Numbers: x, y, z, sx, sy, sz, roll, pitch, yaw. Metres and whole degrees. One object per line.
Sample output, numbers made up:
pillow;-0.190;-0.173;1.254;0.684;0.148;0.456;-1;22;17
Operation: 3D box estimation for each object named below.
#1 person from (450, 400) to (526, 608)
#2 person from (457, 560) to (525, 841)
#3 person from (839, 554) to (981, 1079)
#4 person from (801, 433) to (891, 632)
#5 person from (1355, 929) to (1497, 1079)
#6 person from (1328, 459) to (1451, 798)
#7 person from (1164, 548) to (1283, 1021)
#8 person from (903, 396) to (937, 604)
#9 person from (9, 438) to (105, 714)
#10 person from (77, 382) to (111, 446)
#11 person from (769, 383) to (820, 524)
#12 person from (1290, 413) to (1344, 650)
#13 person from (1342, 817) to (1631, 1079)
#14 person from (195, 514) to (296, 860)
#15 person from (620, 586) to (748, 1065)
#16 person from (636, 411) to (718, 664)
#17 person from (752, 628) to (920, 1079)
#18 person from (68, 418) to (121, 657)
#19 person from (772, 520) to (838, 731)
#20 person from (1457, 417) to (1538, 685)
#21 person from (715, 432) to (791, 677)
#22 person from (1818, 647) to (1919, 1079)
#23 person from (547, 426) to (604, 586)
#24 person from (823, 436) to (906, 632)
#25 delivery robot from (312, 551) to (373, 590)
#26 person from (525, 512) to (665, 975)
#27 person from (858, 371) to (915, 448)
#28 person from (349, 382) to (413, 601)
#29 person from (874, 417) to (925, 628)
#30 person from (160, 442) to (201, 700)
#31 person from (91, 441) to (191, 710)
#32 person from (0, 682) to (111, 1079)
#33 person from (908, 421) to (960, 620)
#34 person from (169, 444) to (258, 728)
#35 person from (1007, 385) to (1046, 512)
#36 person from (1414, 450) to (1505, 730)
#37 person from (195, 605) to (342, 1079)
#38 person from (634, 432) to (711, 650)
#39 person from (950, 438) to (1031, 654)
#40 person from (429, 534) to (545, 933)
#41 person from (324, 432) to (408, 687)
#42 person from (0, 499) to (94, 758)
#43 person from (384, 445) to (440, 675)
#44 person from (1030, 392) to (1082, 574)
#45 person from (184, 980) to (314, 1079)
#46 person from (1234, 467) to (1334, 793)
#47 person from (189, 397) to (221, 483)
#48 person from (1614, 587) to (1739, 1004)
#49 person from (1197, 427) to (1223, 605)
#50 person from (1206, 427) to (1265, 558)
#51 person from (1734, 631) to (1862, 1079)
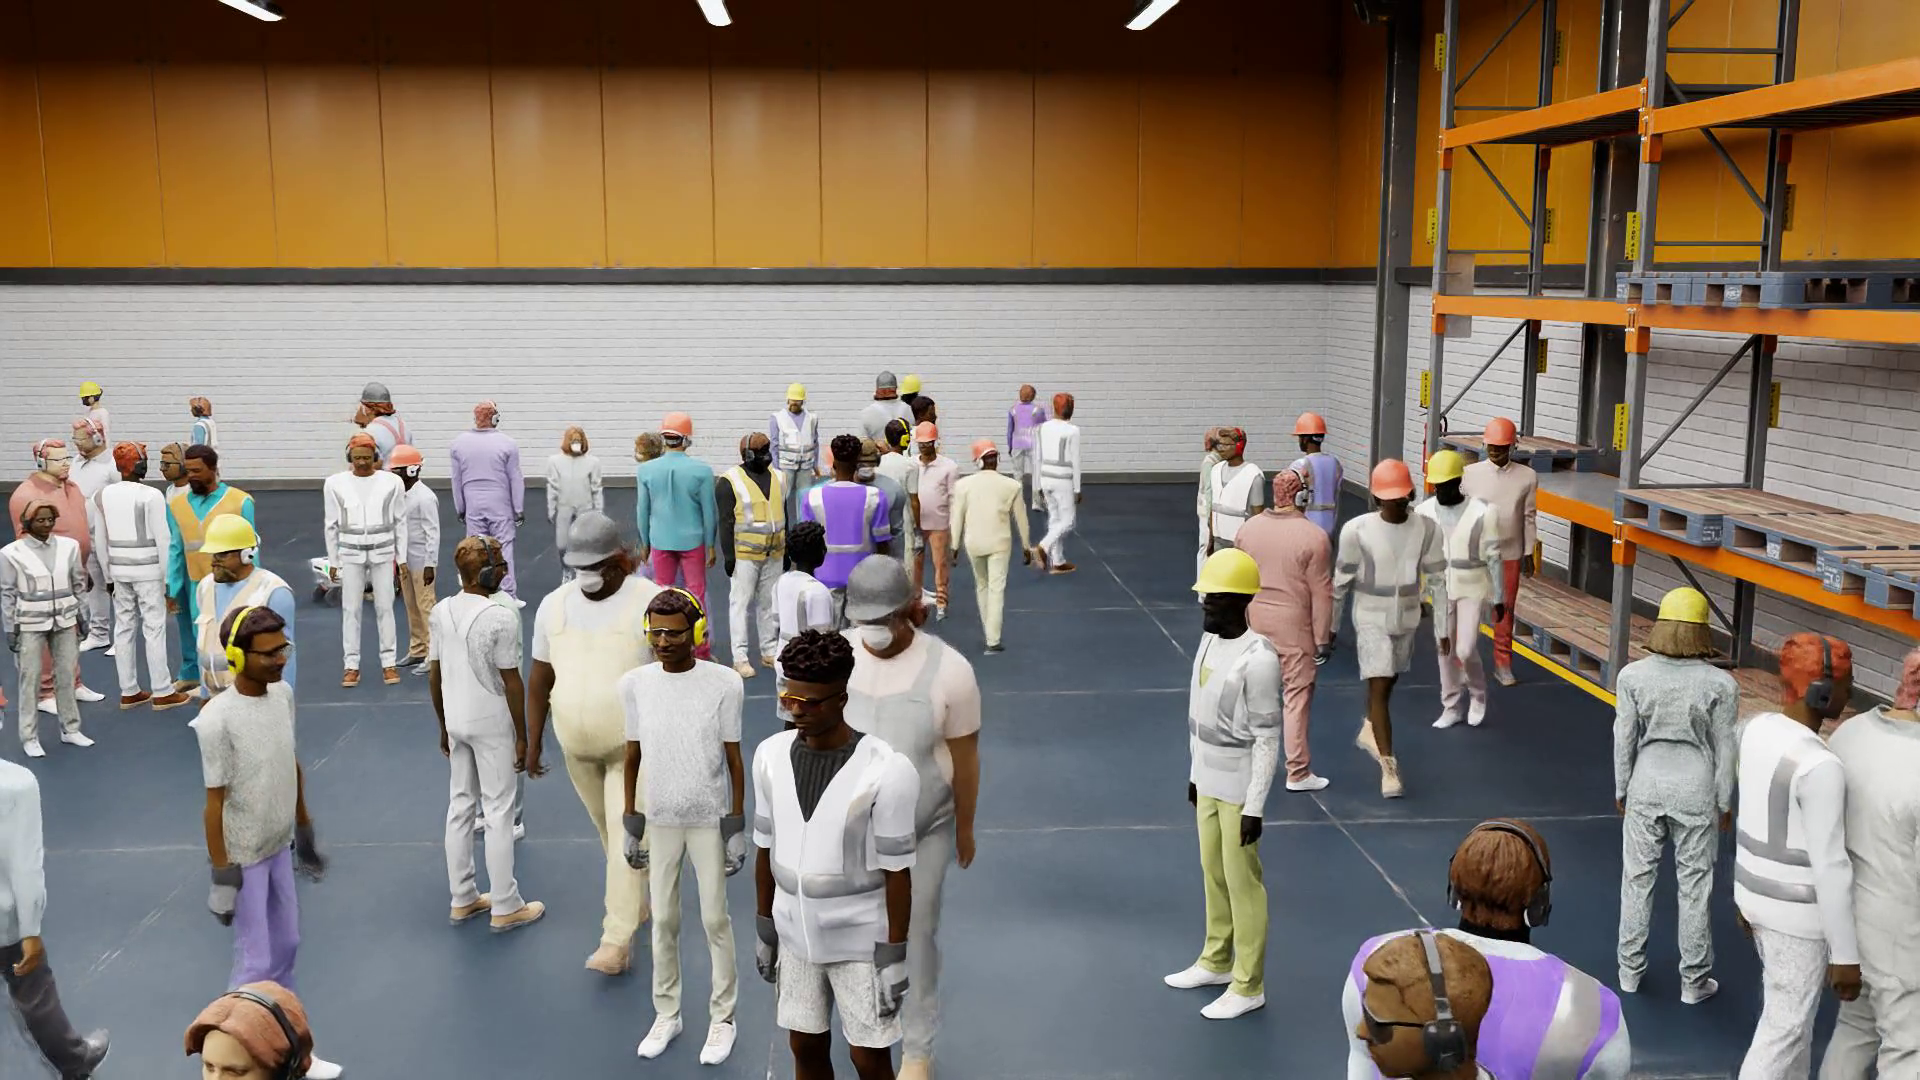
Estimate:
person;-4.229;-0.304;14.989;0.653;1.906;0.408;1;9;5
person;-2.520;0.809;8.851;0.497;1.633;0.279;7;11;37
person;-0.268;1.007;6.337;0.720;2.000;0.692;2;9;10
person;-0.772;0.257;11.277;0.616;1.964;0.361;-1;9;-4
person;0.877;1.618;3.160;0.559;1.821;0.512;1;9;4
person;2.574;0.475;9.949;0.683;1.972;1.100;-1;9;-4
person;1.092;0.985;6.819;0.356;1.930;0.592;-3;9;-18
person;-0.387;-0.375;15.392;0.398;1.920;0.590;0;9;-1
person;-6.253;0.240;11.572;0.402;1.906;0.652;1;9;5
person;-10.351;-1.018;19.947;0.523;1.760;0.335;7;12;39
person;-1.843;-0.854;18.692;0.589;1.827;0.404;-5;10;-27
person;2.815;-0.059;13.397;0.553;1.923;0.409;-6;11;-34
person;1.171;1.524;3.761;0.619;1.836;0.431;5;10;29
person;-3.671;0.765;8.535;0.603;1.827;0.403;4;10;22
person;-1.059;1.091;6.393;0.501;1.862;0.328;1;9;7
person;-2.143;0.020;12.673;0.612;1.995;0.392;1;9;6
person;-0.403;1.230;5.212;0.599;1.958;0.376;5;10;29
person;-6.868;-0.024;13.252;0.639;1.902;0.406;4;10;24
person;-0.837;0.735;9.121;0.319;1.697;0.533;-6;11;-34
person;3.936;0.087;12.264;0.623;1.989;0.391;1;9;5
person;-1.538;0.103;12.634;0.627;1.844;0.429;-8;12;-42
person;2.999;1.248;5.302;0.398;1.891;0.659;0;9;-1
person;-3.603;-0.265;15.605;0.518;1.618;0.360;-3;9;-15
person;-0.670;0.235;11.524;0.630;1.931;0.366;-3;10;-18
delivery robot;-5.630;0.248;15.461;0.707;0.478;0.477;-9;13;-43
person;-1.602;0.852;7.307;0.711;2.000;0.940;2;9;15
person;-0.771;-0.762;17.445;0.684;2.000;0.536;-3;10;-21
person;-5.428;-0.458;15.531;0.536;2.000;0.673;2;9;11
person;-0.516;-0.066;13.608;0.521;1.873;0.336;6;11;34
person;-5.528;0.219;11.896;0.507;1.846;0.346;7;11;35
person;-5.709;0.252;11.575;0.572;1.883;0.356;2;9;13
person;-3.369;1.256;5.796;0.562;1.705;0.903;0;9;1
person;-0.287;-0.168;14.614;0.563;1.752;0.328;2;9;14
person;-4.994;0.305;11.155;0.609;1.911;0.430;1;9;8
person;0.832;-1.163;21.231;0.574;1.636;0.367;4;10;24
person;3.257;0.343;10.965;0.616;1.890;0.522;8;12;41
person;-2.531;1.145;6.042;0.325;1.865;0.537;1;9;9
person;-2.474;0.022;13.311;1.000;1.778;0.542;0;9;2
person;0.269;0.029;13.505;0.623;1.701;0.784;2;9;15
person;-2.209;0.888;7.696;0.517;1.843;0.326;4;10;26
person;-4.367;0.139;12.270;0.574;1.886;0.358;-3;10;-18
person;-5.768;0.549;10.492;0.314;1.632;0.517;7;11;36
person;-4.167;0.145;12.648;0.343;1.749;0.573;-8;12;-43
person;0.945;-0.552;16.679;0.634;1.867;0.574;-8;12;-43
person;-1.399;1.677;3.394;0.521;1.636;0.311;-3;9;-16
person;1.926;0.522;9.803;0.400;1.907;0.644;-9;12;-43
person;-8.671;-0.829;19.146;0.313;1.633;0.518;-1;9;-9
person;2.987;1.059;6.963;0.483;1.736;0.312;6;11;33
person;2.331;-0.222;15.300;0.311;1.642;0.512;3;9;17
person;2.176;0.021;13.137;0.372;1.843;0.570;-6;11;-31
person;2.766;1.226;5.477;0.448;1.884;0.606;1;9;4
